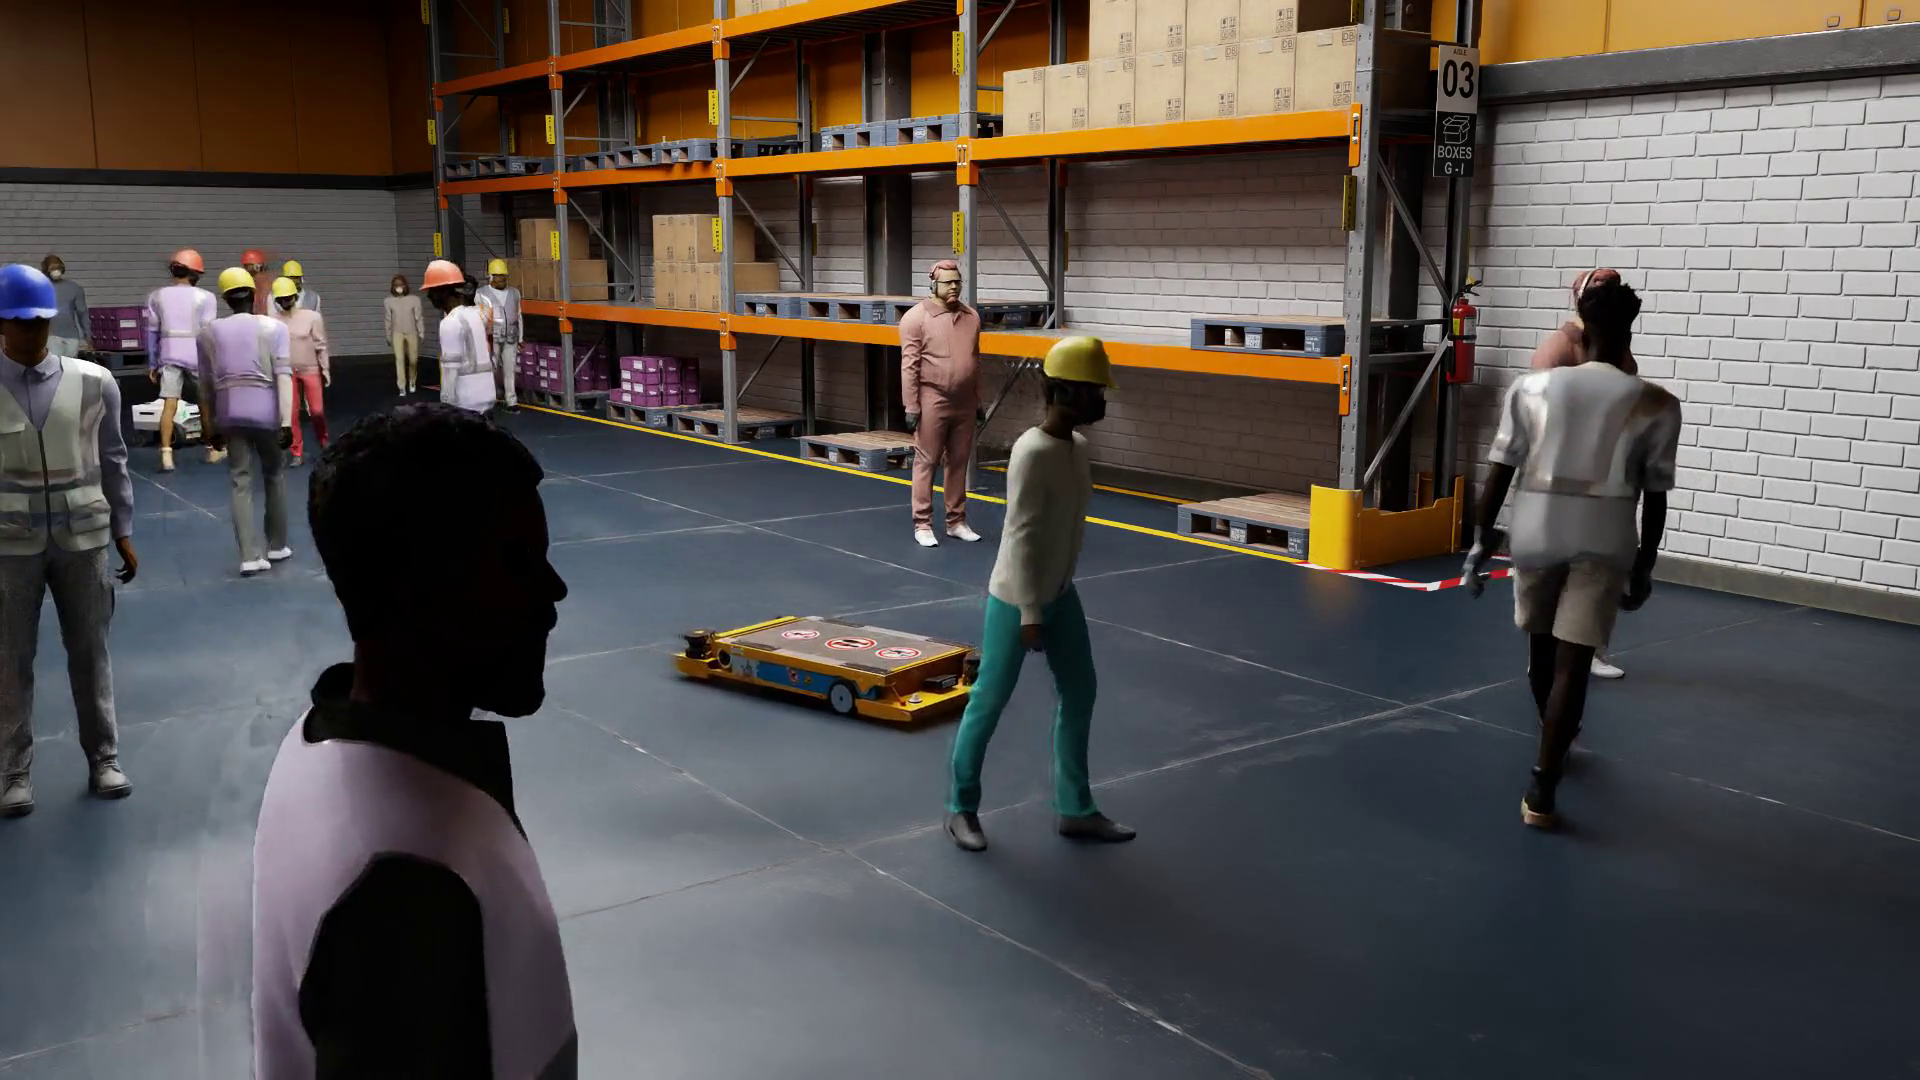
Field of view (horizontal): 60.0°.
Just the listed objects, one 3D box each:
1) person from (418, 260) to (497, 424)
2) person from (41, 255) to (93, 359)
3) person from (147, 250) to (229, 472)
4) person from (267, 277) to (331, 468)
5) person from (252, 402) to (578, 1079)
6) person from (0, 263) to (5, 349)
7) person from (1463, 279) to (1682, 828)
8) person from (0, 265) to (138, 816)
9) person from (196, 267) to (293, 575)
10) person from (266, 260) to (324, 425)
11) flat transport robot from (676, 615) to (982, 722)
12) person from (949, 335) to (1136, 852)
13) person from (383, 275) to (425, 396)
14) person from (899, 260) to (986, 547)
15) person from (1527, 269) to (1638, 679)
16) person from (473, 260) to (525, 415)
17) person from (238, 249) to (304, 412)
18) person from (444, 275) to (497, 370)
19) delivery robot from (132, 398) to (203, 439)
[{"bbox_3d":[-3.353,-0.923,11.227,0.495,1.909,0.618,1,10,4],"label":"person"},{"bbox_3d":[-10.444,-2.352,19.313,1.005,1.891,0.644,9,14,43],"label":"person"},{"bbox_3d":[-6.985,-1.610,14.949,0.664,1.975,1.070,-1,10,-4],"label":"person"},{"bbox_3d":[-6.010,-1.531,15.129,0.546,1.728,0.648,-2,10,-12],"label":"person"},{"bbox_3d":[-0.597,0.786,1.757,0.976,1.880,0.605,-4,11,-22],"label":"person"},{"bbox_3d":[-11.642,-2.538,20.056,0.567,1.982,0.628,10,14,44],"label":"person"},{"bbox_3d":[2.208,0.017,6.020,0.685,1.884,1.032,6,12,32],"label":"person"},{"bbox_3d":[-3.283,-0.001,5.956,0.618,1.944,0.399,-7,13,-36],"label":"person"},{"bbox_3d":[-4.412,-0.741,10.314,0.607,1.862,0.771,-1,10,-7],"label":"person"},{"bbox_3d":[-7.352,-2.176,18.462,0.603,1.830,0.404,-7,13,-36],"label":"person"},{"bbox_3d":[-0.563,0.552,7.556,1.431,0.197,0.652,8,13,37],"label":"flat transport robot"},{"bbox_3d":[0.248,0.185,5.547,0.618,1.725,0.543,6,12,30],"label":"person"},{"bbox_3d":[-7.446,-2.747,22.297,0.501,1.607,0.763,-3,11,-18],"label":"person"},{"bbox_3d":[-0.089,-0.913,11.180,0.655,1.906,0.407,-7,13,-36],"label":"person"},{"bbox_3d":[2.876,-0.277,7.620,0.655,1.906,0.407,-7,13,-36],"label":"person"},{"bbox_3d":[-5.419,-2.381,19.615,0.603,1.828,0.404,-7,13,-36],"label":"person"},{"bbox_3d":[-8.339,-2.453,19.701,1.019,1.938,0.612,-9,13,-41],"label":"person"},{"bbox_3d":[-5.051,-1.881,17.190,0.542,1.695,0.316,-7,13,-36],"label":"person"},{"bbox_3d":[-7.861,-1.240,16.536,0.707,0.478,0.477,4,11,19],"label":"delivery robot"}]
